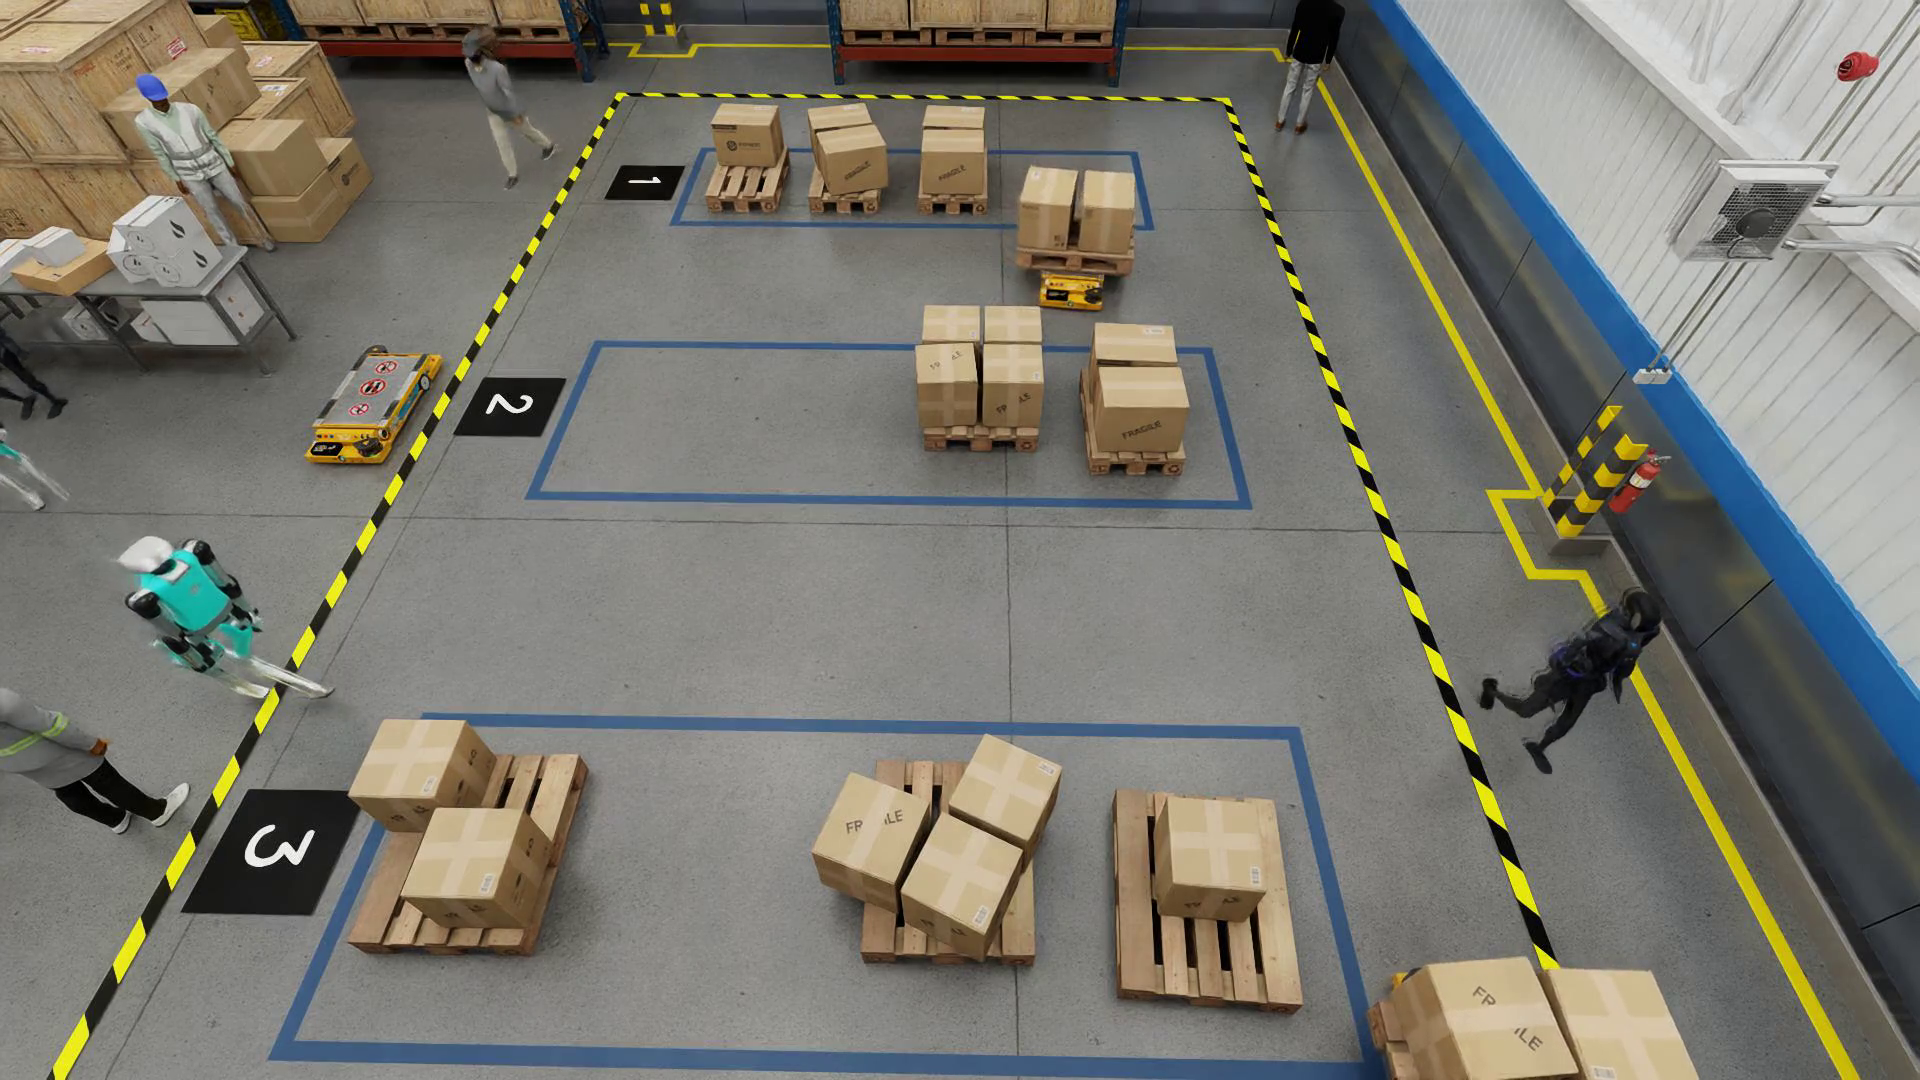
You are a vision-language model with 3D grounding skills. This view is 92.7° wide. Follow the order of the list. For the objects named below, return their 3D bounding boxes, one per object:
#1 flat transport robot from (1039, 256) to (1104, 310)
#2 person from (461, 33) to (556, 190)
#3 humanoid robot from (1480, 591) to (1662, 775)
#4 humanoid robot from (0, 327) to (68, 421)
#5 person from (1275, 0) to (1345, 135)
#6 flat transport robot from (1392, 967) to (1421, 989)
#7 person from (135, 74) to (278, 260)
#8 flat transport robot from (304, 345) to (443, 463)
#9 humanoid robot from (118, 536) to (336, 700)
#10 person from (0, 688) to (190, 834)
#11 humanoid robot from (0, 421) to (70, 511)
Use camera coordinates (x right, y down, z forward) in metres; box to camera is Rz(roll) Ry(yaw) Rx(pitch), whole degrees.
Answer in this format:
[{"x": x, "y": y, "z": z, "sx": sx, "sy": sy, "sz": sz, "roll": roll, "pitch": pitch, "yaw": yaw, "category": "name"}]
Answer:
[{"x": 1.227, "y": -3.003, "z": 9.890, "sx": 0.652, "sy": 0.197, "sz": 1.431, "roll": 5, "pitch": 50, "yaw": 4, "category": "flat transport robot"}, {"x": -5.302, "y": -5.125, "z": 10.764, "sx": 0.571, "sy": 1.707, "sz": 0.915, "roll": 12, "pitch": 51, "yaw": 10, "category": "person"}, {"x": 3.875, "y": 0.813, "z": 5.770, "sx": 0.594, "sy": 1.641, "sz": 0.620, "roll": -8, "pitch": 50, "yaw": -7, "category": "humanoid robot"}, {"x": -8.450, "y": -1.706, "z": 7.888, "sx": 0.609, "sy": 1.648, "sz": 0.363, "roll": -6, "pitch": 50, "yaw": -5, "category": "humanoid robot"}, {"x": 4.354, "y": -6.044, "z": 11.423, "sx": 0.590, "sy": 1.883, "sz": 0.376, "roll": 22, "pitch": 53, "yaw": 17, "category": "person"}, {"x": 2.817, "y": 3.025, "z": 4.789, "sx": 0.652, "sy": 0.197, "sz": 1.431, "roll": 1, "pitch": 50, "yaw": 1, "category": "flat transport robot"}, {"x": -7.874, "y": -3.851, "z": 9.535, "sx": 0.606, "sy": 1.939, "sz": 0.411, "roll": -32, "pitch": 57, "yaw": -24, "category": "person"}, {"x": -5.383, "y": -1.269, "z": 8.441, "sx": 0.659, "sy": 0.231, "sz": 1.431, "roll": 1, "pitch": 50, "yaw": 1, "category": "flat transport robot"}, {"x": -4.860, "y": 0.584, "z": 5.902, "sx": 1.003, "sy": 1.719, "sz": 0.546, "roll": 9, "pitch": 50, "yaw": 8, "category": "humanoid robot"}, {"x": -5.335, "y": 1.186, "z": 5.329, "sx": 0.586, "sy": 1.848, "sz": 0.392, "roll": -6, "pitch": 50, "yaw": -5, "category": "person"}, {"x": -7.833, "y": -0.884, "z": 7.176, "sx": 0.548, "sy": 1.831, "sz": 0.678, "roll": -37, "pitch": 59, "yaw": -27, "category": "humanoid robot"}]
